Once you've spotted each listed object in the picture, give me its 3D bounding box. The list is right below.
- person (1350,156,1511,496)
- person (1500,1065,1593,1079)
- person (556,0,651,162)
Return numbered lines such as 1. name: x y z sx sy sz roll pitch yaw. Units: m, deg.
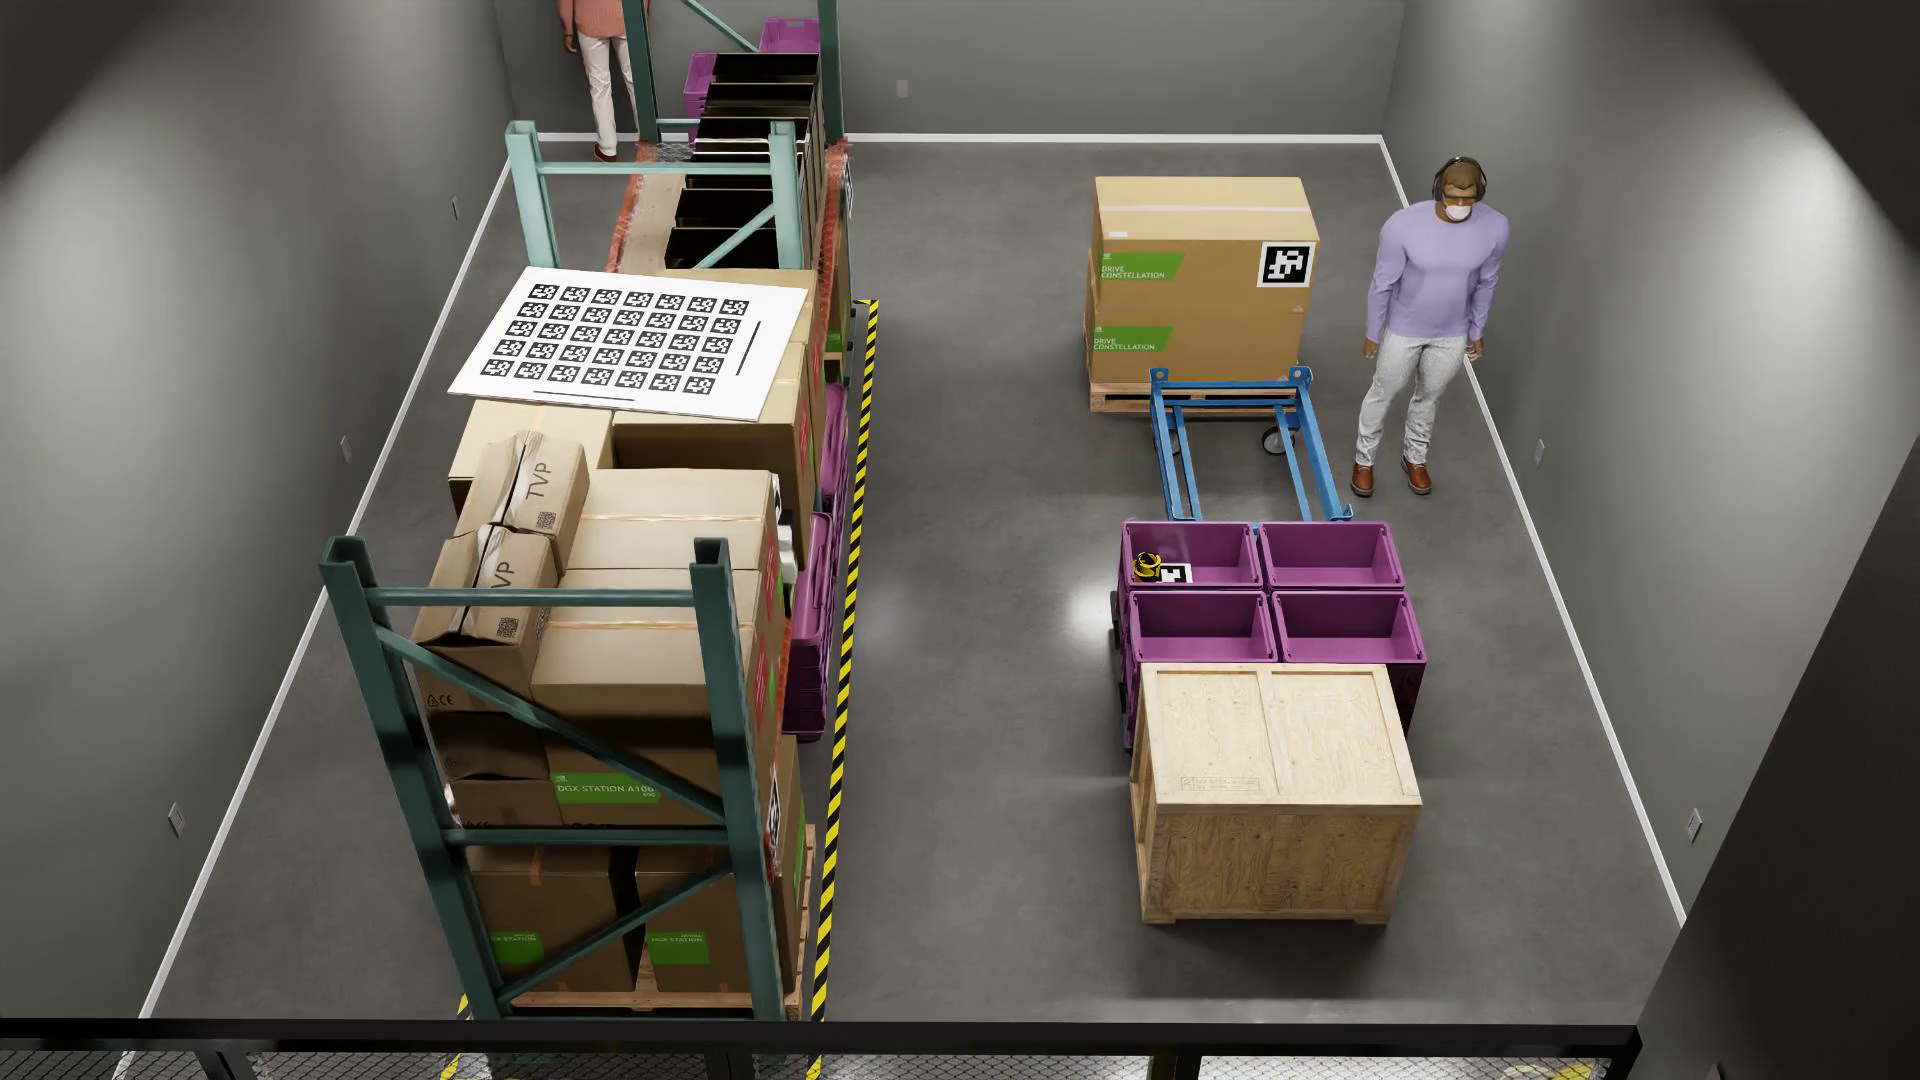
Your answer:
1. person: 2.328 -1.054 8.315 0.633 1.938 0.356 -1 41 -1
2. person: 1.622 2.068 4.835 0.404 1.829 0.600 5 41 6
3. person: -2.341 -3.425 10.976 0.611 1.996 0.378 -16 44 -17
